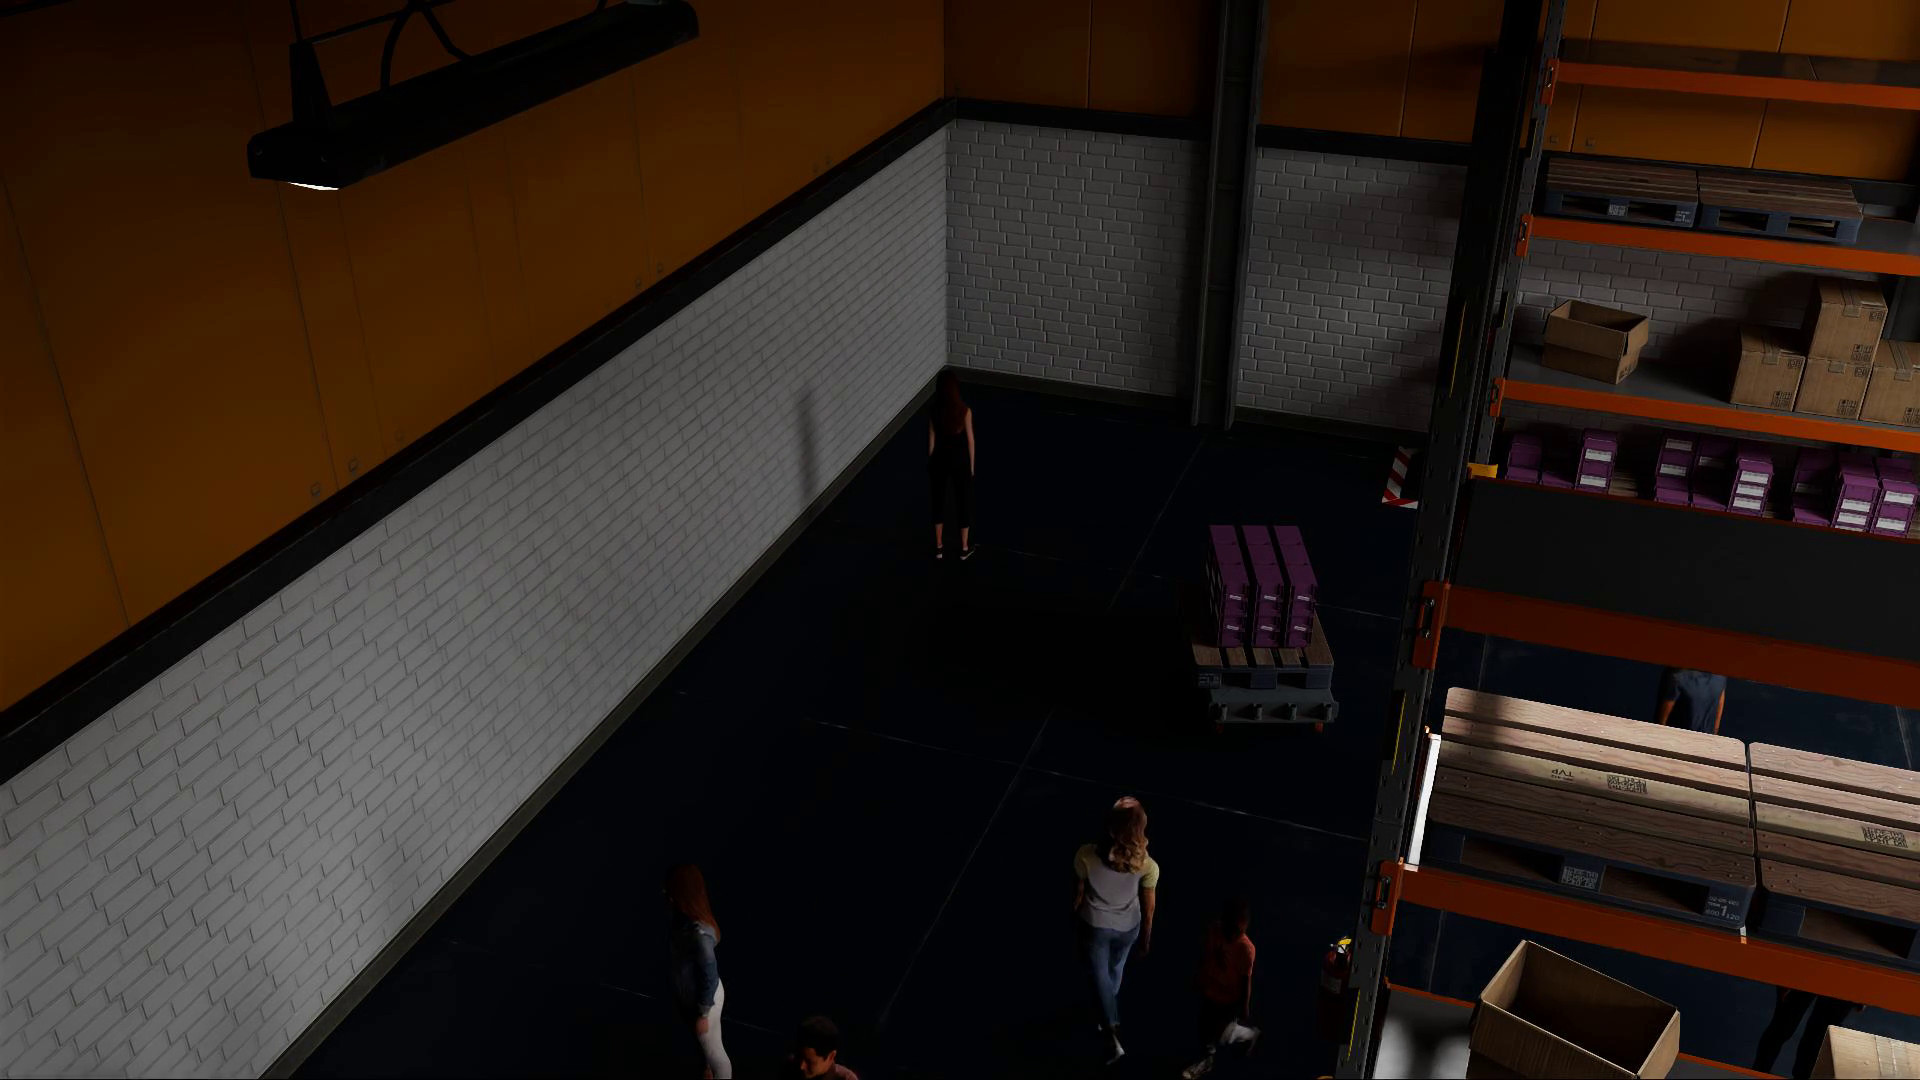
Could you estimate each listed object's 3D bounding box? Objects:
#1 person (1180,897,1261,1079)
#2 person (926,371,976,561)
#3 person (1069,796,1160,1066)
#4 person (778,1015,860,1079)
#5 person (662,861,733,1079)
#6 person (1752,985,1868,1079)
[{"bbox_3d":[1.491,2.431,9.114,0.781,1.293,0.747,-17,33,-28],"label":"person"},{"bbox_3d":[-0.095,-0.639,14.294,0.504,1.723,0.662,5,29,10],"label":"person"},{"bbox_3d":[0.825,2.186,9.141,0.968,1.697,0.871,2,29,3],"label":"person"},{"bbox_3d":[-0.571,2.862,7.845,0.918,1.752,0.853,20,34,32],"label":"person"},{"bbox_3d":[-1.374,2.379,8.783,0.745,1.702,0.673,-14,32,-24],"label":"person"},{"bbox_3d":[4.539,2.316,8.769,0.542,1.826,0.711,4,29,7],"label":"person"}]
